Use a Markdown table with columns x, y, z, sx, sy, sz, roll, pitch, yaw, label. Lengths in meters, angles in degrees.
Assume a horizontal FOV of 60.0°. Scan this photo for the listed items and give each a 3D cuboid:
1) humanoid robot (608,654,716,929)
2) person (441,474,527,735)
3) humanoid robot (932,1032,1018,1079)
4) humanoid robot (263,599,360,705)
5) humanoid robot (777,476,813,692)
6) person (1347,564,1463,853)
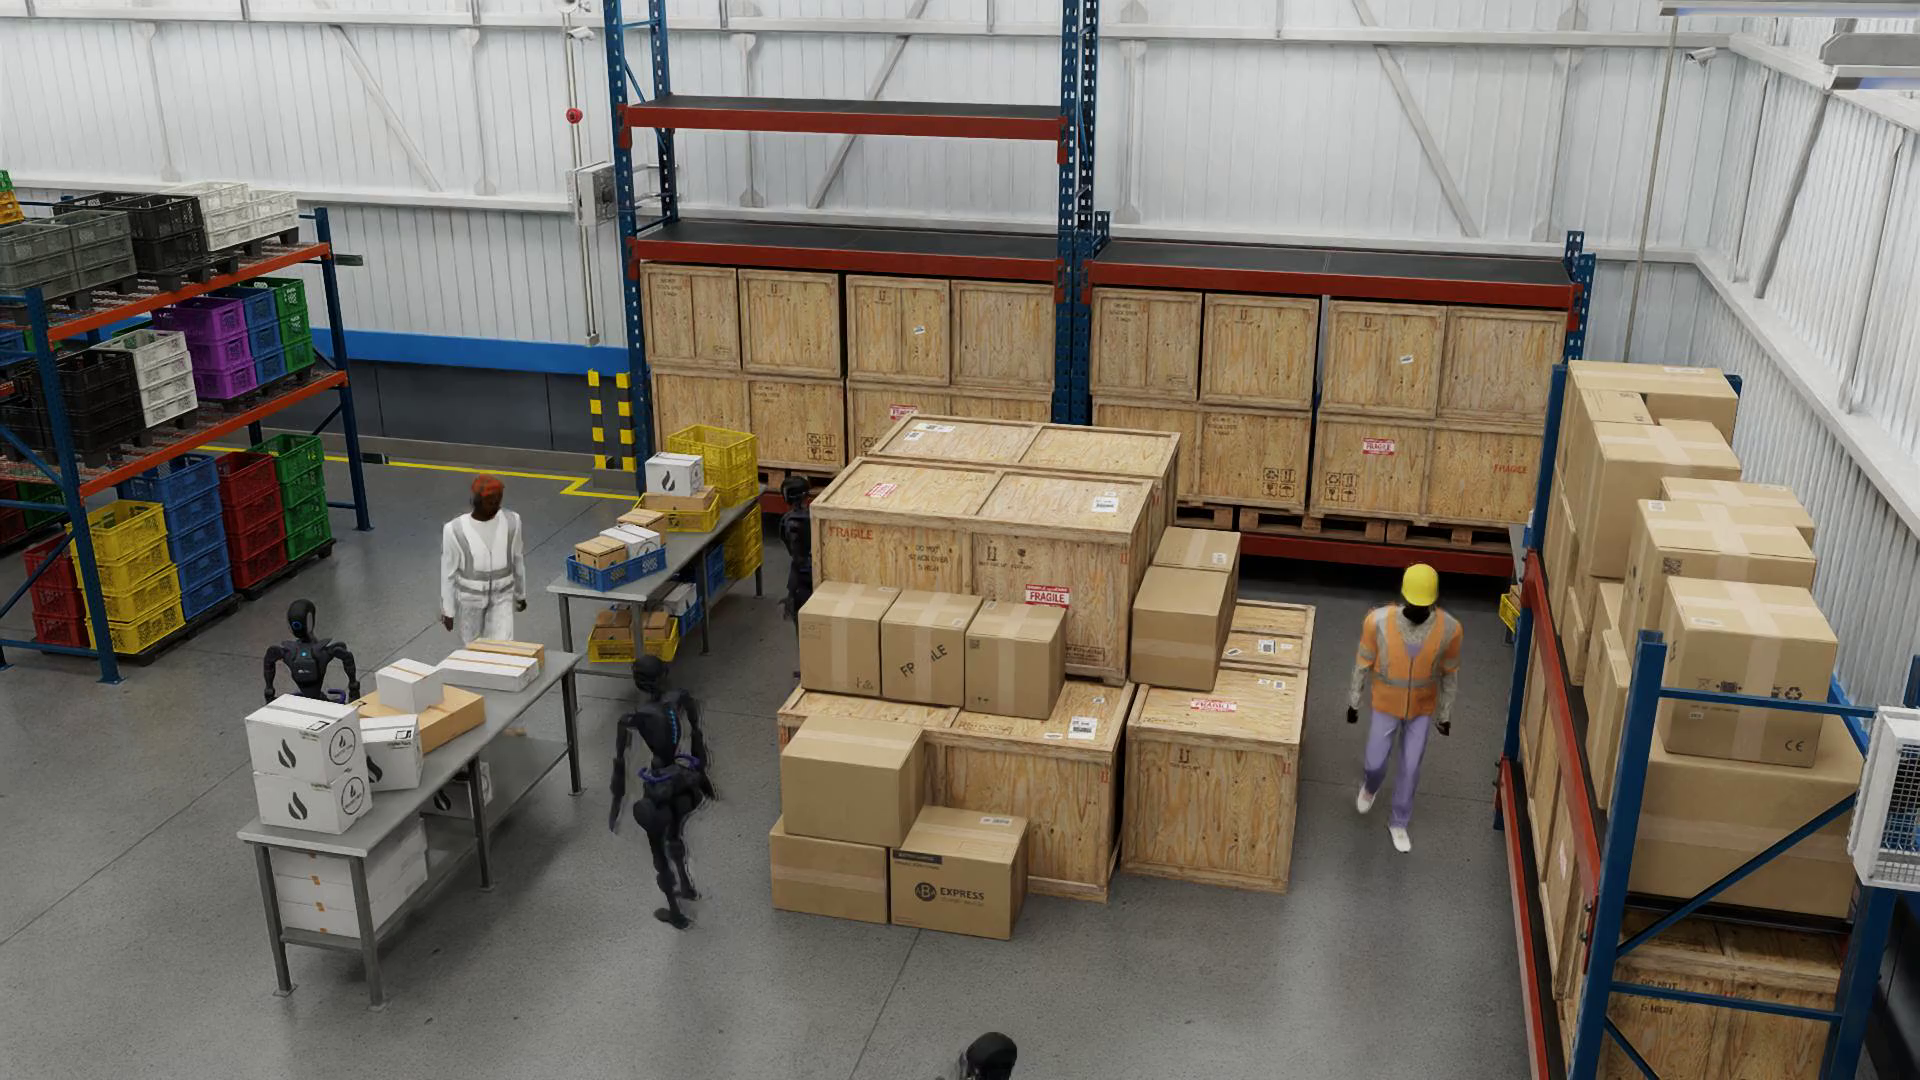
| x | y | z | sx | sy | sz | roll | pitch | yaw | label |
| --- | --- | --- | --- | --- | --- | --- | --- | --- | --- |
| -1.692 | 1.406 | 9.400 | 0.444 | 1.648 | 0.620 | 17 | 27 | 38 | humanoid robot |
| -3.372 | 0.406 | 11.806 | 0.623 | 1.826 | 0.996 | -10 | 23 | -25 | person |
| -0.057 | 2.630 | 6.287 | 0.634 | 1.615 | 0.777 | 18 | 27 | 39 | humanoid robot |
| -3.890 | 1.138 | 10.078 | 0.589 | 1.657 | 0.327 | -4 | 21 | -11 | humanoid robot |
| -1.150 | 0.328 | 12.226 | 0.325 | 1.662 | 0.612 | 1 | 21 | 4 | humanoid robot |
| 2.699 | 0.987 | 10.162 | 0.634 | 1.905 | 0.572 | 2 | 21 | 6 | person |
